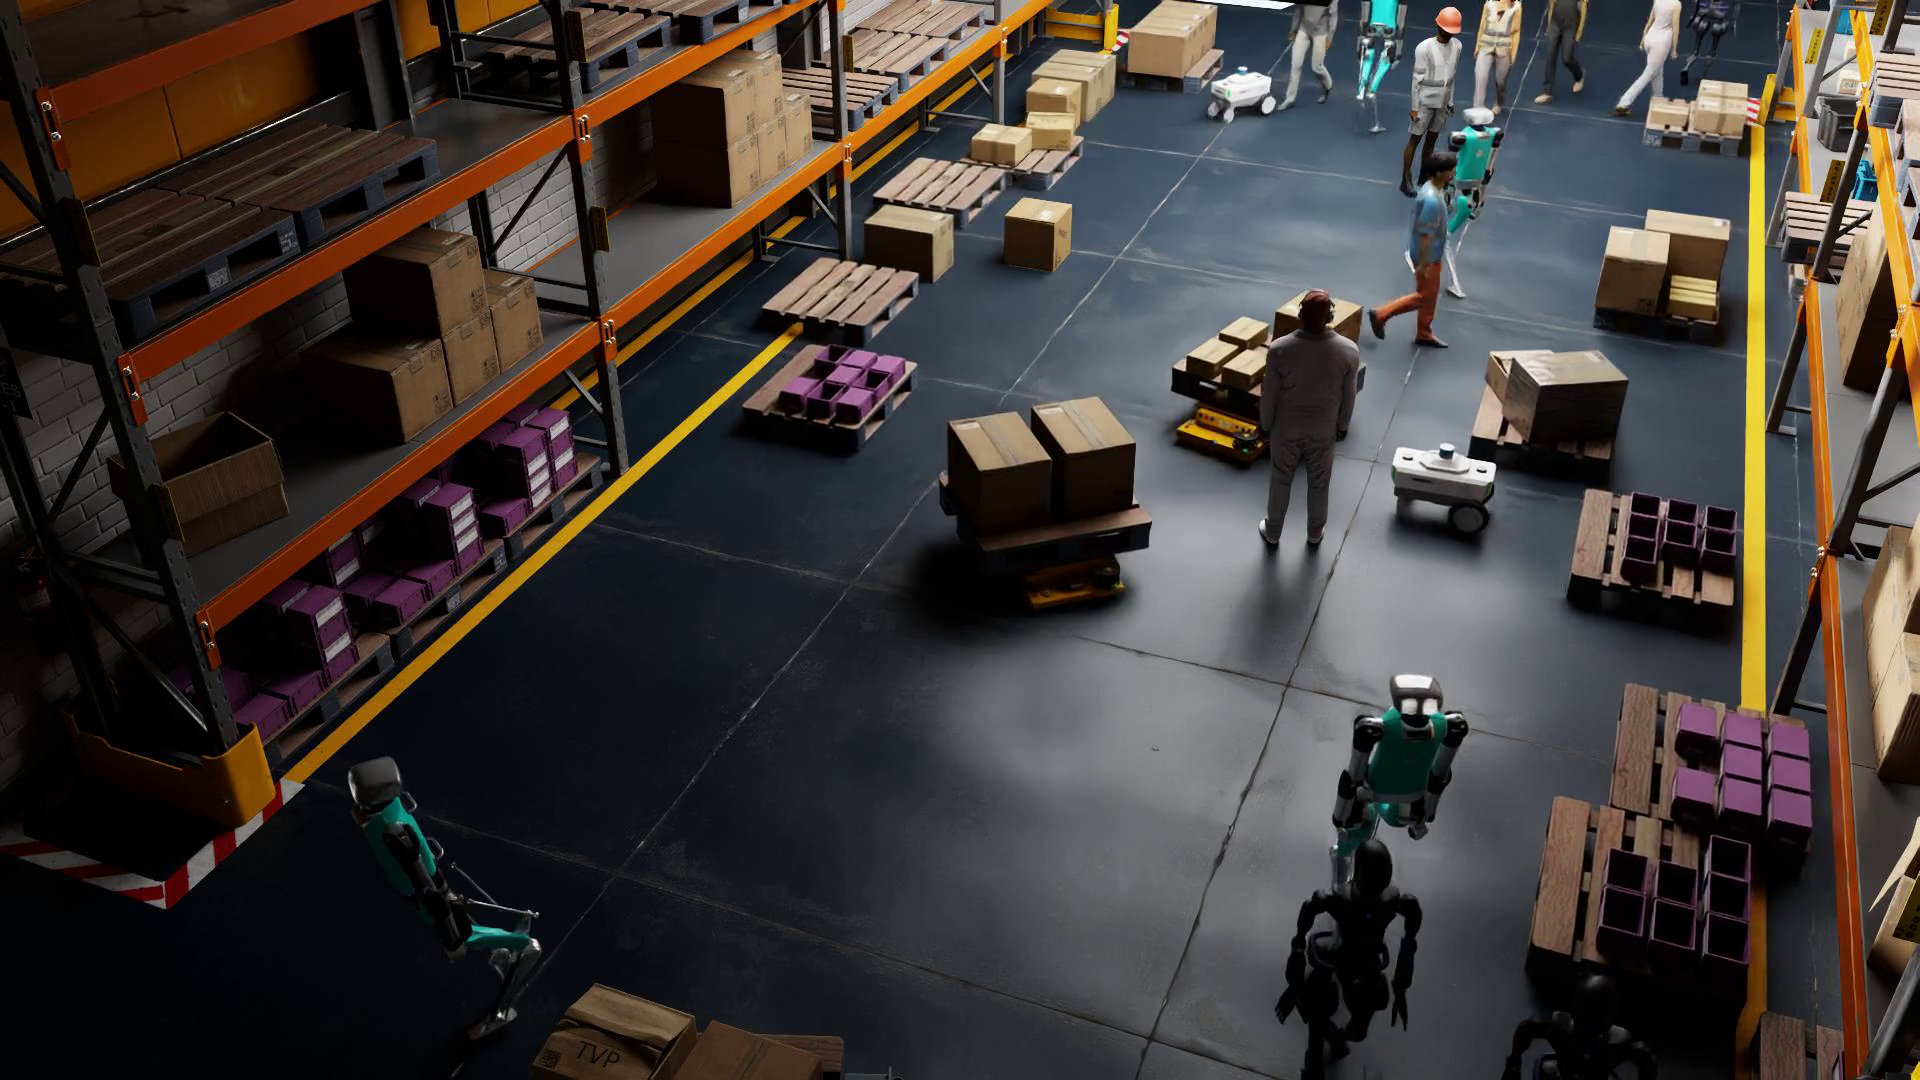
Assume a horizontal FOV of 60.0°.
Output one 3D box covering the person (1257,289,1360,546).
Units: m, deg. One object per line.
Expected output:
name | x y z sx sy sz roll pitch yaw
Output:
person | 2.348 -0.818 11.357 0.638 1.901 0.410 2 33 3

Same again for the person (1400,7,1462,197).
person | 4.842 -4.474 16.990 0.542 1.927 0.370 -14 36 -21

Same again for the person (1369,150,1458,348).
person | 3.887 -2.429 13.987 0.630 1.750 0.490 12 35 18

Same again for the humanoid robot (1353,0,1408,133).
humanoid robot | 4.610 -5.363 18.610 0.553 1.856 0.739 18 37 25

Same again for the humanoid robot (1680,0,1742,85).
humanoid robot | 9.056 -6.283 20.026 0.612 1.633 0.545 24 40 33

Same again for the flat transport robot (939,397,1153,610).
flat transport robot | 0.574 -0.016 11.616 0.659 0.231 1.431 -10 34 -15

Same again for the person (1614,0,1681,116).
person | 8.010 -5.699 19.173 0.838 1.612 0.474 -10 34 -15

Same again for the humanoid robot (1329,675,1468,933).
humanoid robot | 2.061 1.272 8.328 0.531 1.830 0.850 -3 33 -4

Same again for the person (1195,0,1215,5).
person | 3.247 -7.454 21.834 0.390 1.676 0.541 19 37 27

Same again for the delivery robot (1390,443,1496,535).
delivery robot | 3.495 -0.406 11.969 0.780 0.609 0.523 11 34 17

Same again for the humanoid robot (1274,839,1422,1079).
humanoid robot | 1.694 1.921 7.374 0.584 1.656 0.687 0 33 -1

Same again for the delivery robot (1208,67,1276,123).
delivery robot | 3.271 -5.207 19.380 0.777 0.587 0.499 -20 38 -28

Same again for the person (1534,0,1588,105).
person | 7.151 -6.059 19.544 0.633 1.818 0.552 -23 39 -31

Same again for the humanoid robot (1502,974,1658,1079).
humanoid robot | 2.471 2.330 6.693 0.610 1.648 0.343 14 35 20

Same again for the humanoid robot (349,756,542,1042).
humanoid robot | -2.271 1.692 7.726 0.780 1.891 0.540 -23 39 -31

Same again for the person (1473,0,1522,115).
person | 6.093 -5.580 18.867 0.481 1.745 0.816 15 36 22

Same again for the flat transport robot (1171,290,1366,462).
flat transport robot | 2.381 -1.063 13.236 0.659 0.231 1.431 23 39 31

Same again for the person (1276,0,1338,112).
person | 4.114 -5.918 19.272 0.618 1.877 0.678 28 42 36

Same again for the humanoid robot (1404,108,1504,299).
humanoid robot | 4.409 -3.151 15.161 0.534 1.773 1.015 -12 35 -17
